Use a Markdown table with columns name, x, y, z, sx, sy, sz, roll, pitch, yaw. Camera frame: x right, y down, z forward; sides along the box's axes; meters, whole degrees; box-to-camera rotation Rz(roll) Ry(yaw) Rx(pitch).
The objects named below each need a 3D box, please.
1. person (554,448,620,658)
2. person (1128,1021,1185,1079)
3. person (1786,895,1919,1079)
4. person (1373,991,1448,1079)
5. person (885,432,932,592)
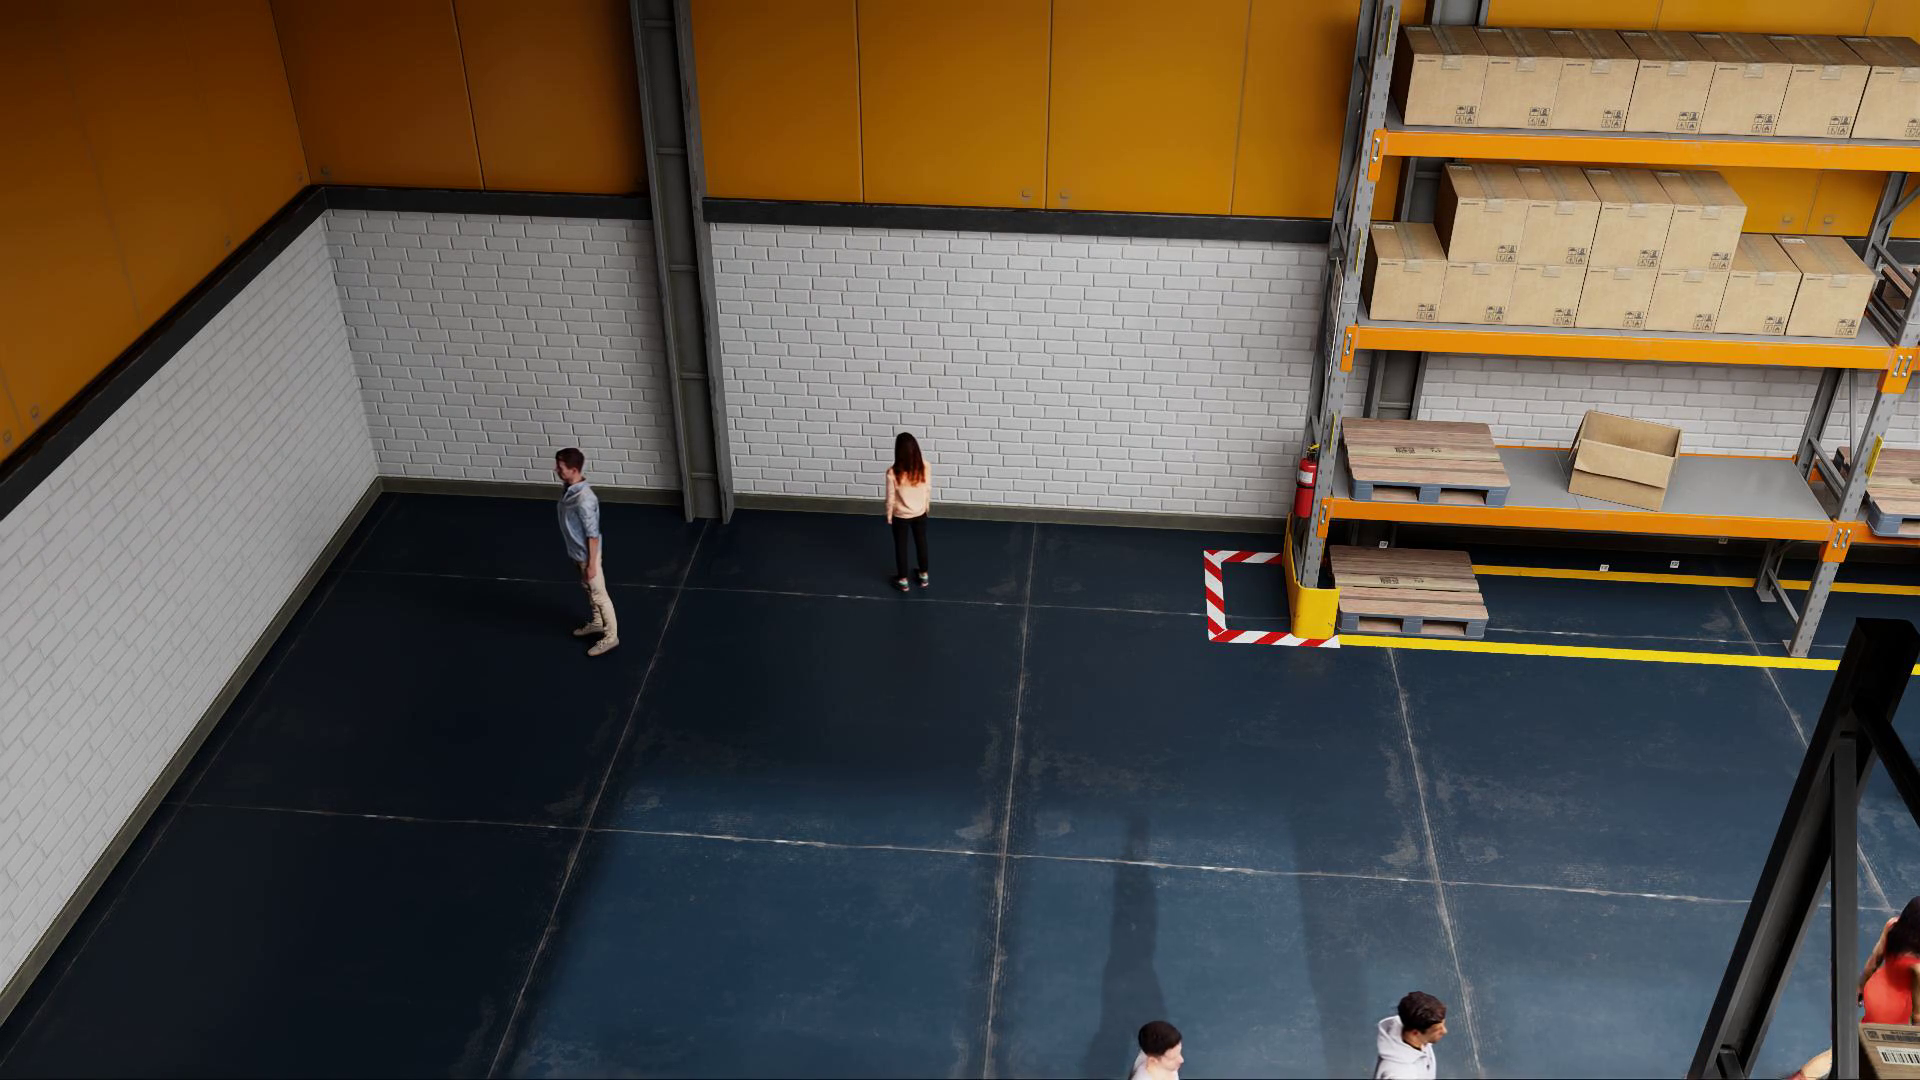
| name | x | y | z | sx | sy | sz | roll | pitch | yaw |
| --- | --- | --- | --- | --- | --- | --- | --- | --- | --- |
| person | -2.978 | 0.074 | 13.216 | 0.737 | 1.847 | 0.728 | -17 | 37 | -24 |
| person | 0.841 | 3.126 | 8.666 | 1.297 | 1.799 | 0.956 | 13 | 36 | 18 |
| person | 5.171 | 2.677 | 9.454 | 1.130 | 1.674 | 0.622 | 2 | 34 | 3 |
| person | 2.241 | 3.041 | 8.677 | 0.606 | 1.929 | 0.709 | 7 | 34 | 10 |
| person | -0.427 | -0.243 | 14.022 | 0.589 | 1.482 | 0.695 | -15 | 36 | -21 |
